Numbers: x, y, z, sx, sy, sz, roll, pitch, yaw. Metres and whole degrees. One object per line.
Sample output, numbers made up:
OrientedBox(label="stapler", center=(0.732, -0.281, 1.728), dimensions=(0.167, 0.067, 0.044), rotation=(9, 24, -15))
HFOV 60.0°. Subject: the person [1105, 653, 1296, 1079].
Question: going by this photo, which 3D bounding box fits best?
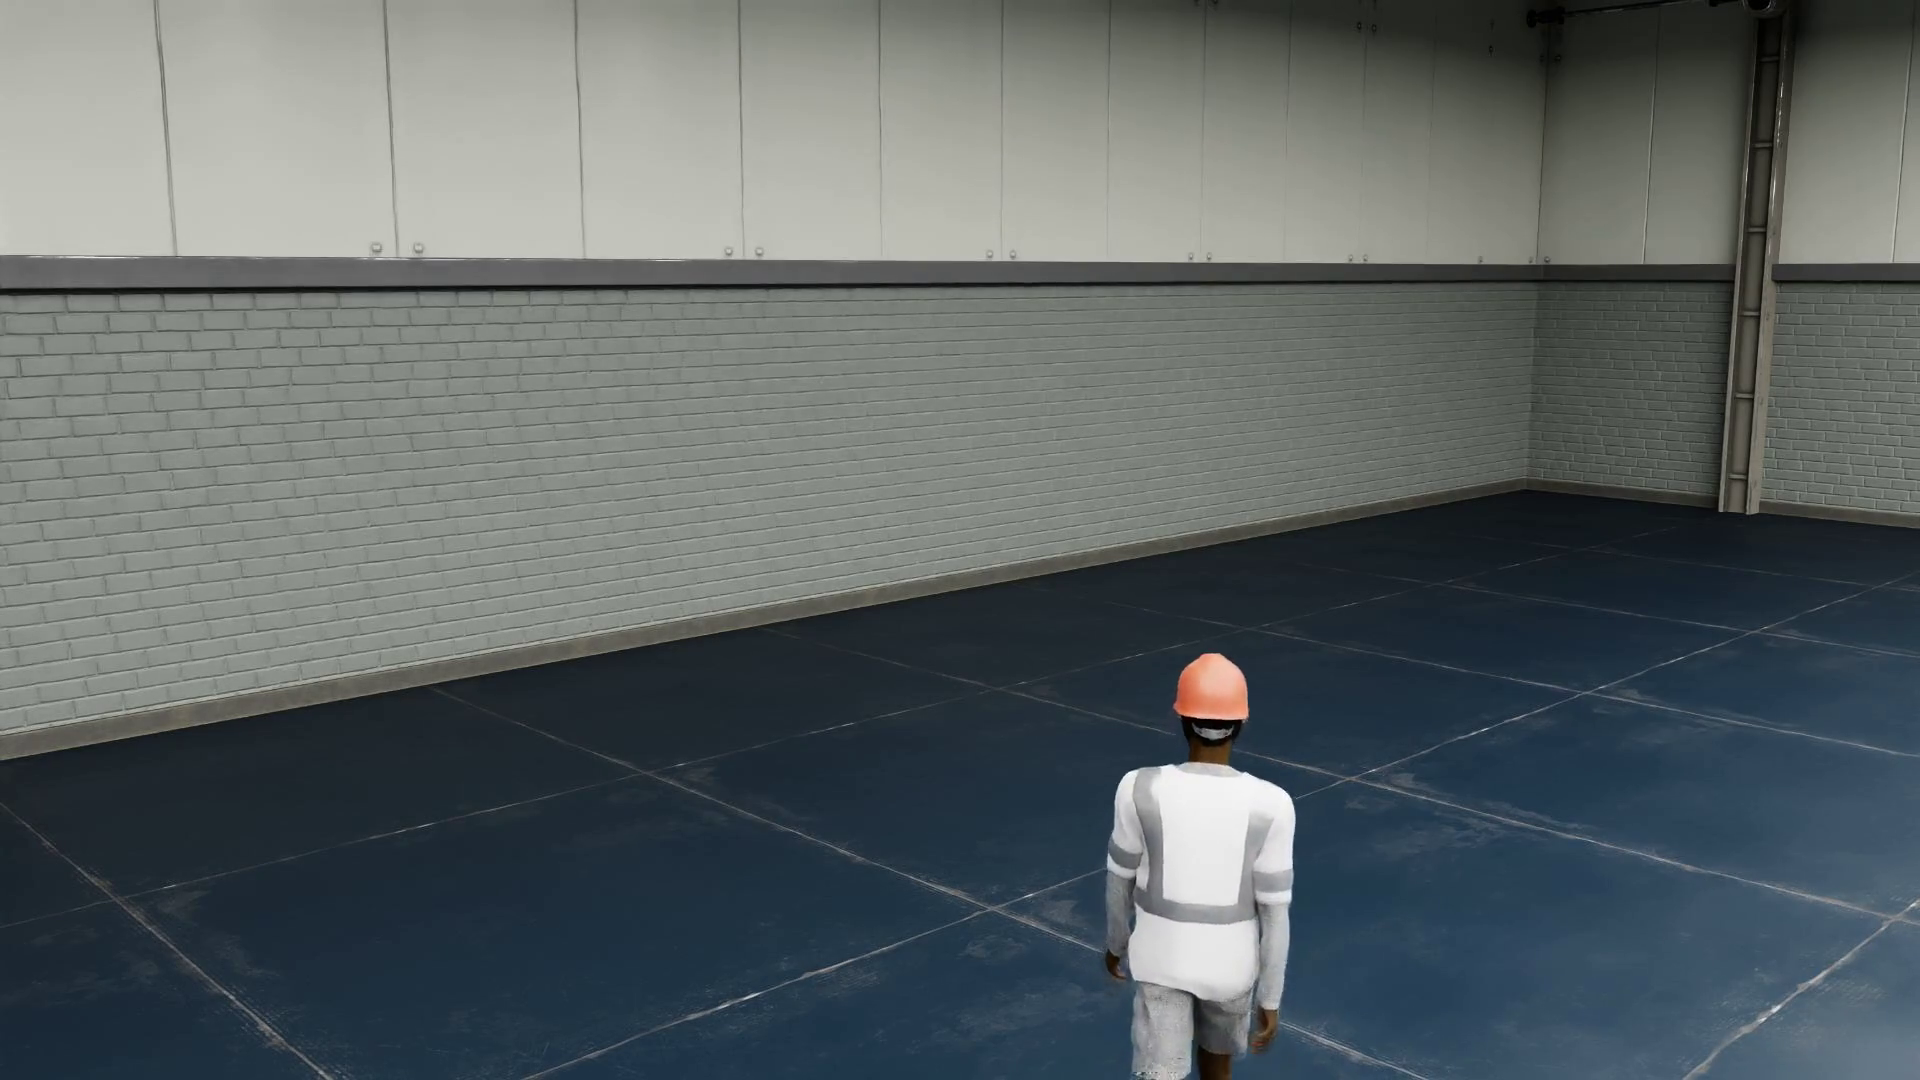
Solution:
OrientedBox(label="person", center=(0.721, 1.290, 5.073), dimensions=(0.563, 1.894, 1.013), rotation=(1, 9, 6))
